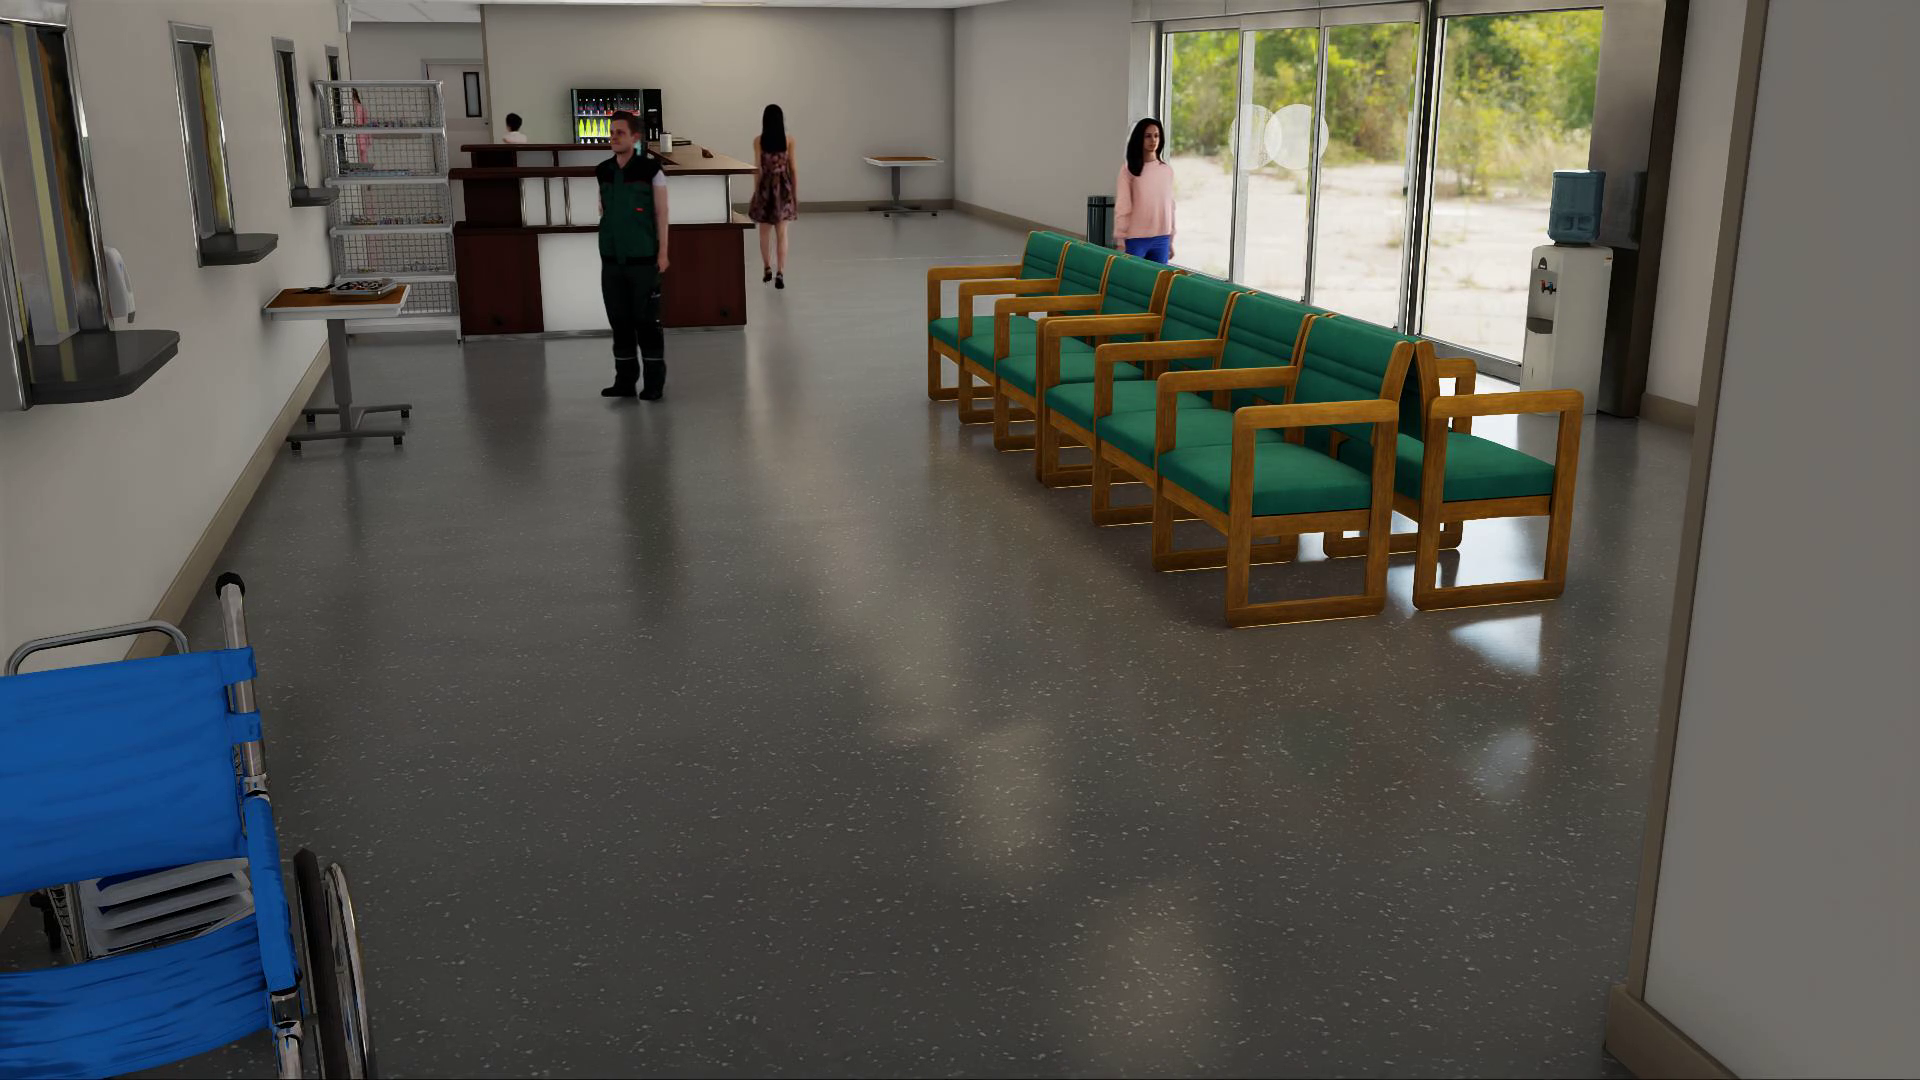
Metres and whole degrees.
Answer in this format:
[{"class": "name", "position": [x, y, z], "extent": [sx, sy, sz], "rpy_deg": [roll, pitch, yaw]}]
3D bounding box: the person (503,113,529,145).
[{"class": "person", "position": [-5.735, -4.759, 21.706], "extent": [1.007, 1.526, 0.971], "rpy_deg": [10, 18, 31]}]

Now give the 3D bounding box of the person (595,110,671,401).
[{"class": "person", "position": [-2.110, -1.821, 10.701], "extent": [0.696, 1.842, 0.794], "rpy_deg": [5, 17, 18]}]

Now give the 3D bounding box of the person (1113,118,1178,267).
[{"class": "person", "position": [1.301, -2.070, 11.724], "extent": [0.510, 1.768, 0.730], "rpy_deg": [-6, 17, -20]}]

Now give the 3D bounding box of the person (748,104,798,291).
[{"class": "person", "position": [-1.776, -3.284, 16.071], "extent": [0.803, 1.746, 0.702], "rpy_deg": [-4, 16, -13]}]
